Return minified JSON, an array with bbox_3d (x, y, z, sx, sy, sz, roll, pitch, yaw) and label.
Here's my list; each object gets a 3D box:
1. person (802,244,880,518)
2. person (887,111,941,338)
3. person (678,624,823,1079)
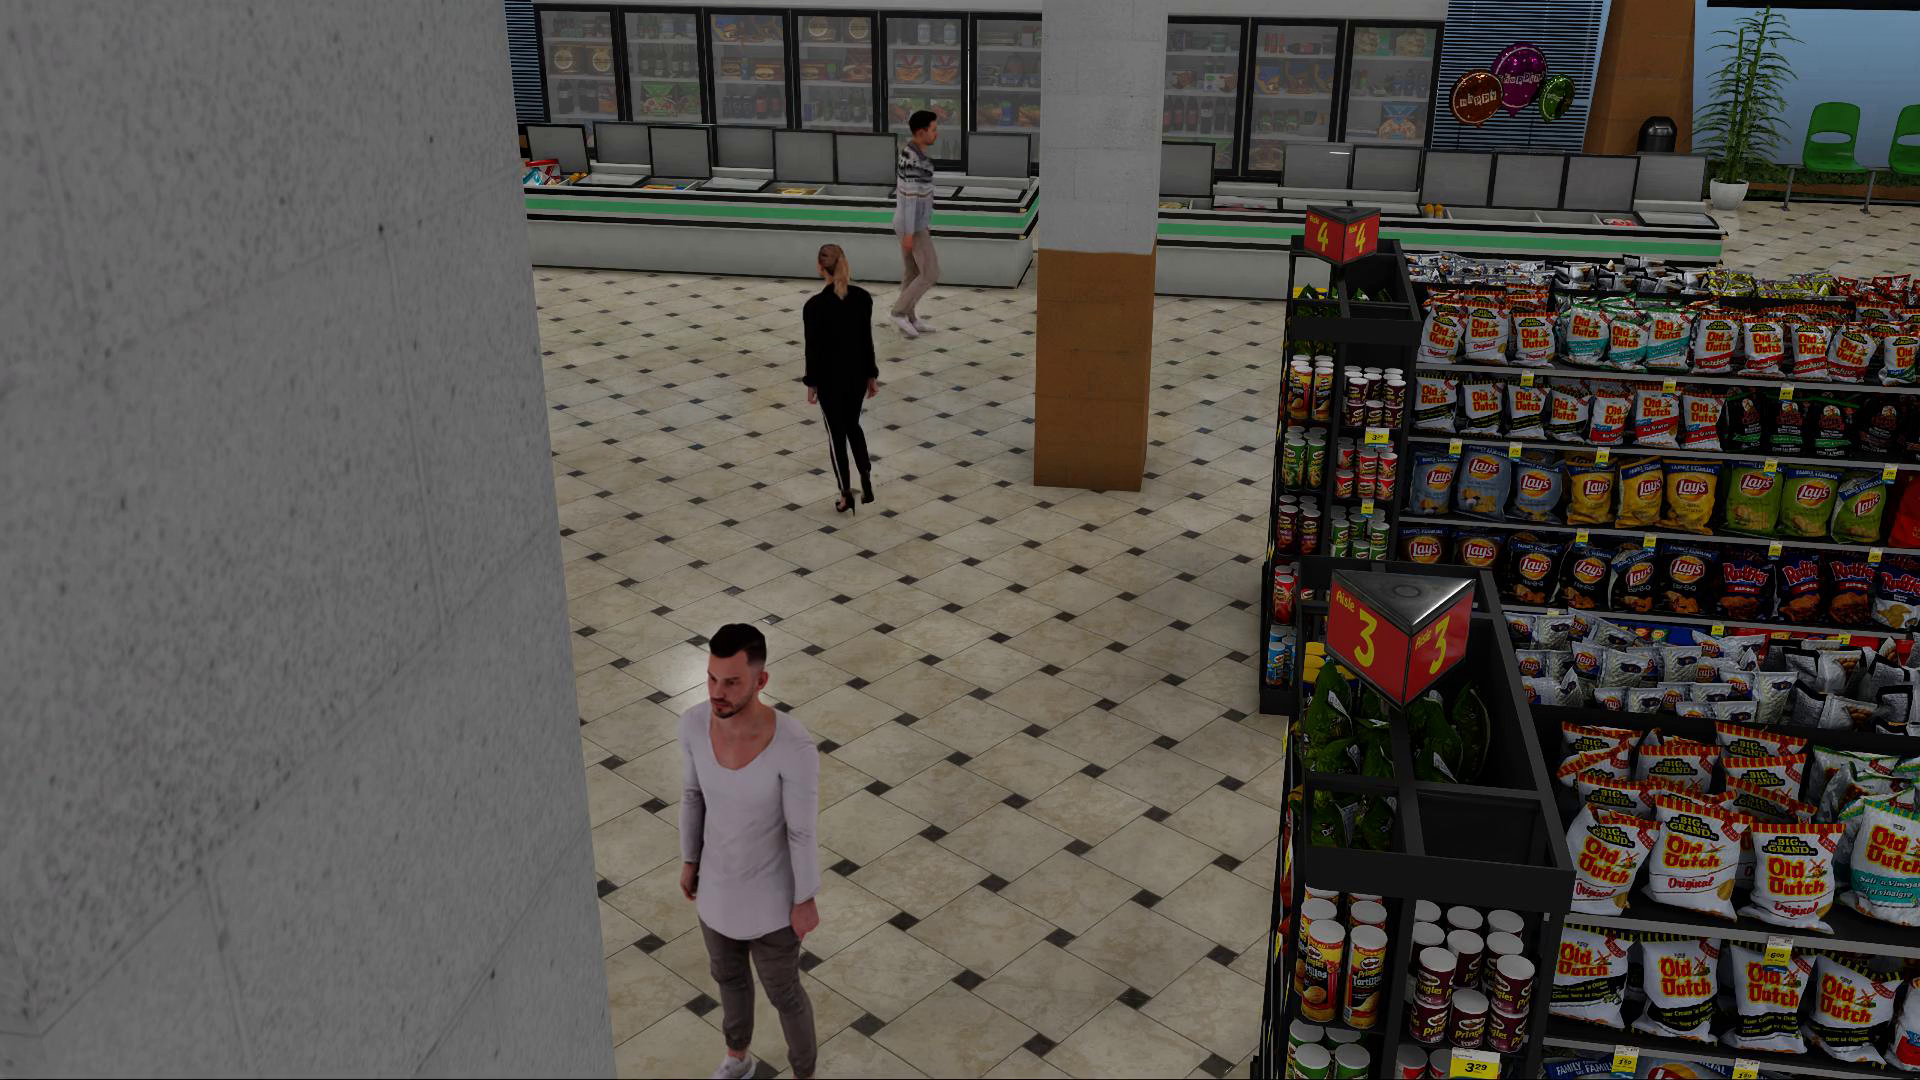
[{"bbox_3d":[-0.672,-0.910,9.981,0.777,1.694,0.841,-13,27,-27],"label":"person"},{"bbox_3d":[-0.473,-2.566,13.579,0.789,1.843,0.798,-4,24,-8],"label":"person"},{"bbox_3d":[-0.660,1.069,5.281,0.614,1.836,0.787,13,27,28],"label":"person"}]
